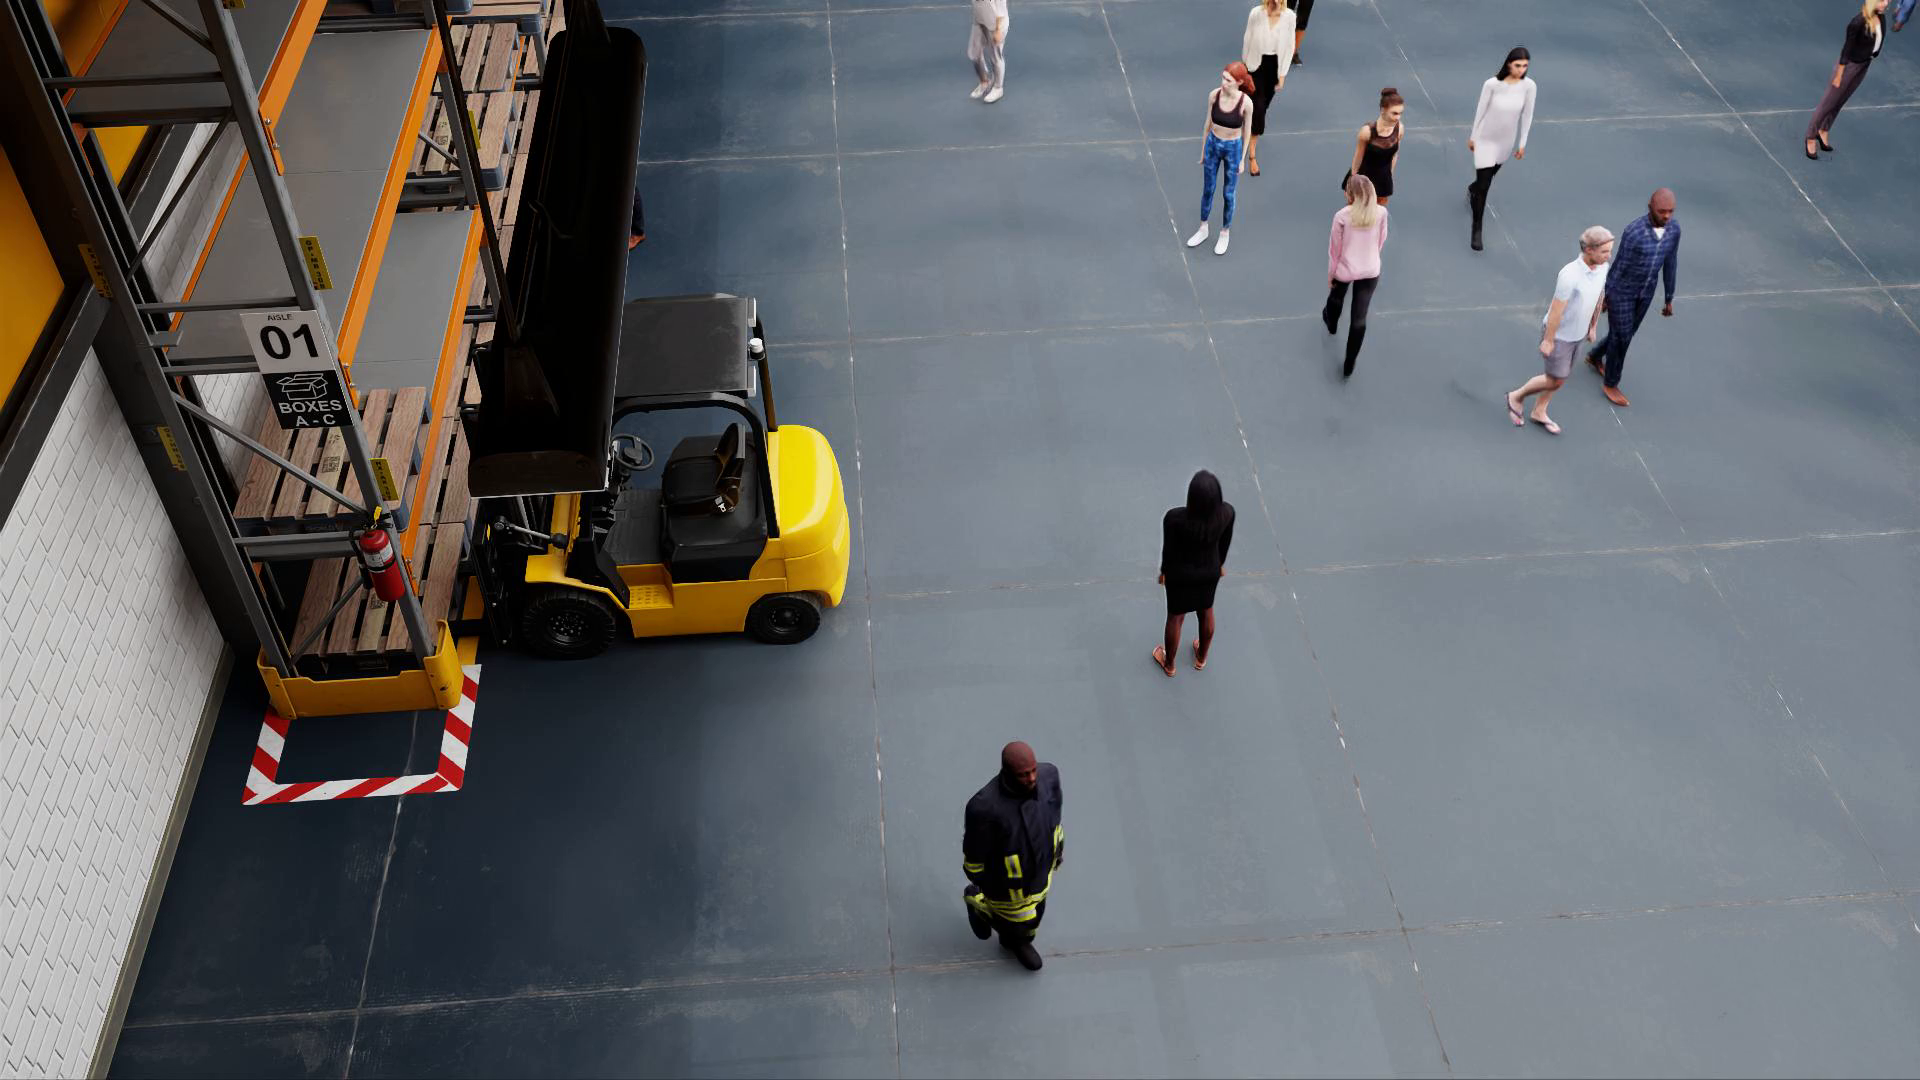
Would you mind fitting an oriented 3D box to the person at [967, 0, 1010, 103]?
[{"bbox_3d":[0.345,-5.102,16.265,0.718,1.675,0.774,28,50,26],"label":"person"}]

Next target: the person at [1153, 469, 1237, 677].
[{"bbox_3d":[1.496,0.202,10.665,0.635,1.721,0.543,-8,44,-8],"label":"person"}]

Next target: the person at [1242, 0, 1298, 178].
[{"bbox_3d":[2.816,-4.351,15.393,0.716,1.792,1.271,3,44,3],"label":"person"}]

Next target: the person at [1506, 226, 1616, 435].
[{"bbox_3d":[4.474,-1.604,12.487,0.825,1.822,0.874,-27,50,-26],"label":"person"}]

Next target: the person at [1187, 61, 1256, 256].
[{"bbox_3d":[2.263,-3.291,14.285,0.669,1.786,0.714,21,48,21],"label":"person"}]

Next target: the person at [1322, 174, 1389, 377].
[{"bbox_3d":[3.120,-2.053,13.095,0.716,1.634,1.102,3,44,3],"label":"person"}]

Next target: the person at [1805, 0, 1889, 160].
[{"bbox_3d":[8.272,-4.369,15.498,0.677,1.672,0.680,-24,49,-23],"label":"person"}]

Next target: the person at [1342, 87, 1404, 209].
[{"bbox_3d":[3.478,-3.124,14.193,0.643,1.670,0.739,-5,44,-6],"label":"person"}]

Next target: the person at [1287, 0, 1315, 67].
[{"bbox_3d":[3.431,-5.694,16.905,0.594,1.651,0.783,-6,44,-6],"label":"person"}]

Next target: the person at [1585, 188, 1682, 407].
[{"bbox_3d":[5.161,-1.975,12.898,0.815,1.793,0.955,-15,46,-16],"label":"person"}]

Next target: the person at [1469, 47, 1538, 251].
[{"bbox_3d":[4.674,-3.514,14.533,0.745,1.765,1.207,2,44,2],"label":"person"}]

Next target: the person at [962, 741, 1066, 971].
[{"bbox_3d":[0.262,1.667,9.063,0.958,1.810,1.037,-26,50,-25],"label":"person"}]
